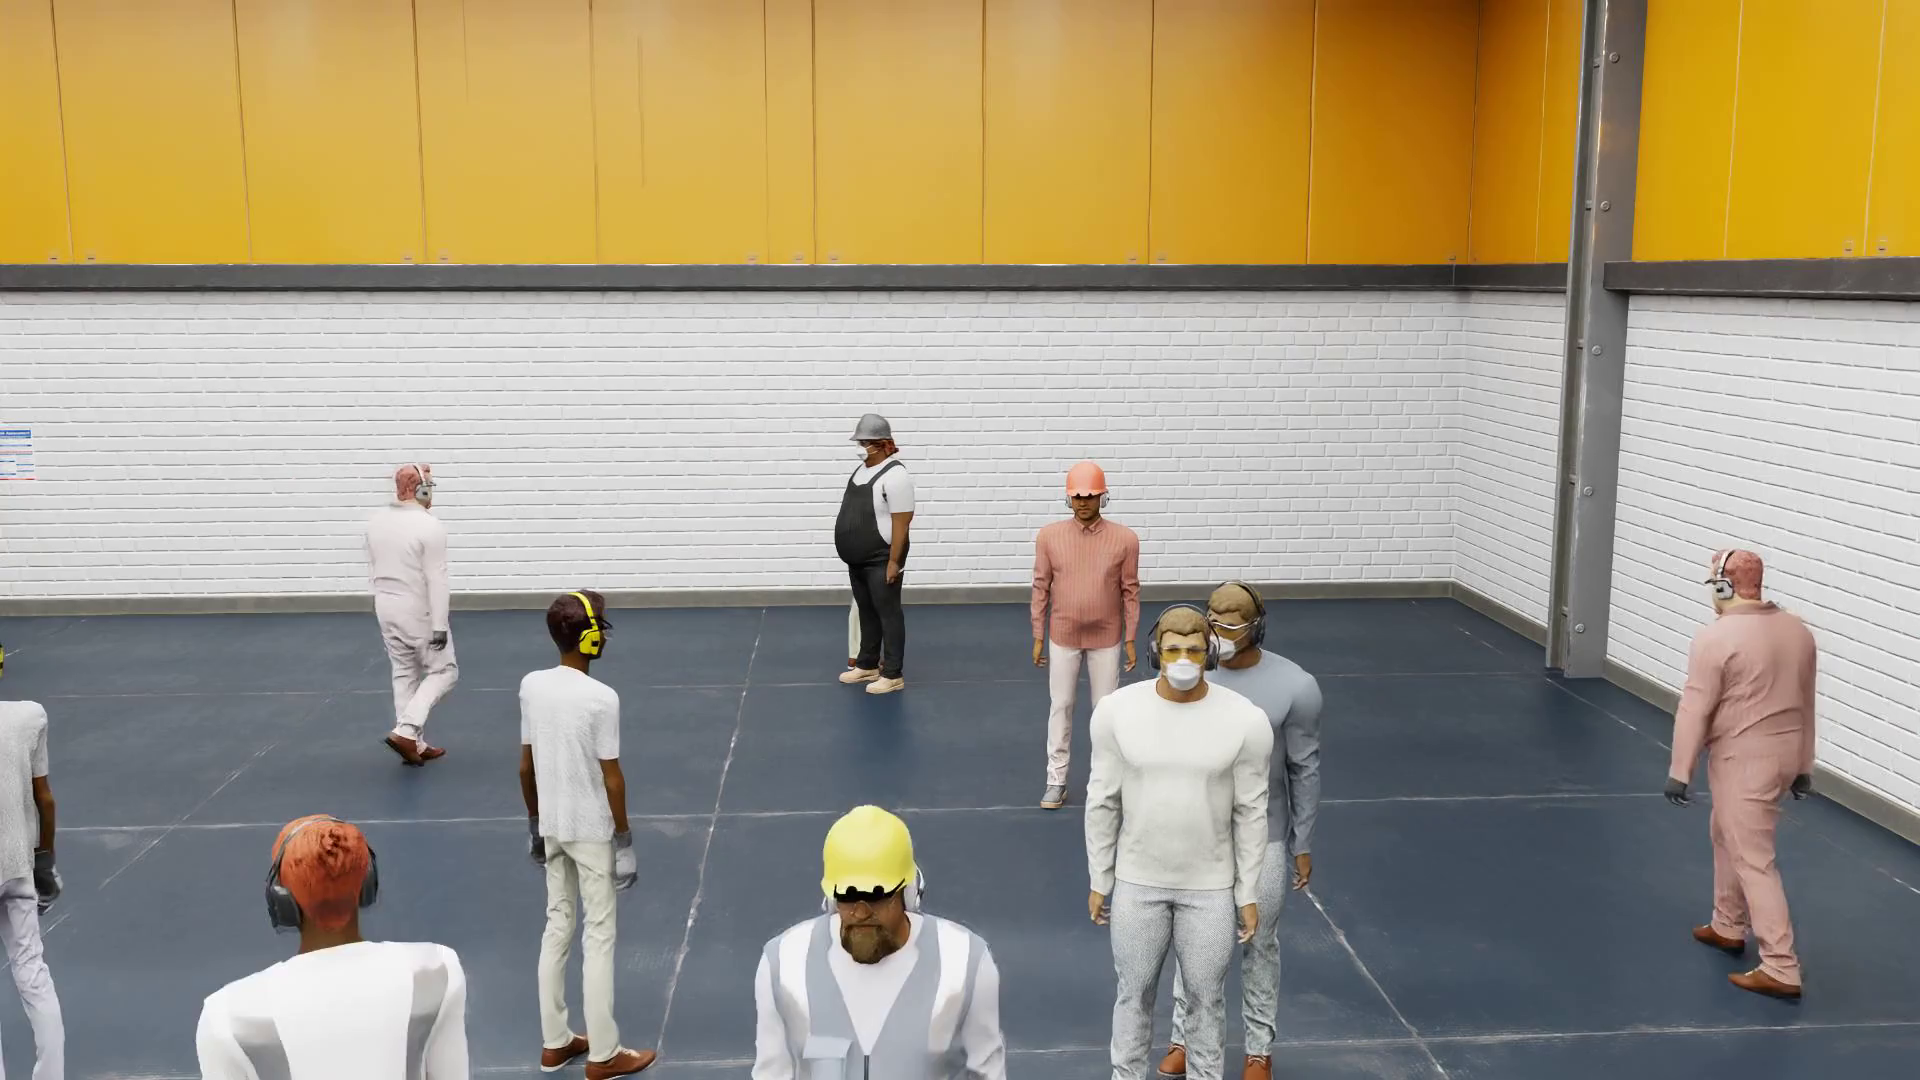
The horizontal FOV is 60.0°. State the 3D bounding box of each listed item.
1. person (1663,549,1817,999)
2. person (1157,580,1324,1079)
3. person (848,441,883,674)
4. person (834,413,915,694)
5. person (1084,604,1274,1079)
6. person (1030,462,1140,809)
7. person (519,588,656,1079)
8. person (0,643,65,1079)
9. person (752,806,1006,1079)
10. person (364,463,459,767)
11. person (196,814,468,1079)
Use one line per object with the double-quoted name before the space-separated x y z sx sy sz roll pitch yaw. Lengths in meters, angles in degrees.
"person" 3.398 0.979 7.177 0.670 1.855 0.846 -5 10 -29
"person" 1.008 1.093 6.174 0.633 1.936 0.355 3 10 20
"person" -0.690 0.096 12.665 0.325 1.865 0.516 -3 9 -17
"person" -0.651 0.090 12.150 0.537 2.000 0.682 -6 11 -32
"person" 0.735 1.173 5.673 0.631 1.940 0.372 2 9 10
"person" 0.707 0.545 9.438 0.622 1.994 0.381 1 9 6
"person" -1.431 1.111 6.280 0.528 1.869 0.312 6 11 32
"person" -3.396 1.197 5.785 0.382 1.878 0.547 5 10 27
"person" -0.194 1.503 3.980 0.599 1.822 0.414 1 9 6
"person" -3.372 0.474 10.204 0.658 1.891 0.477 5 10 30
"person" -1.343 1.530 3.674 0.576 1.869 0.582 -6 11 -31
